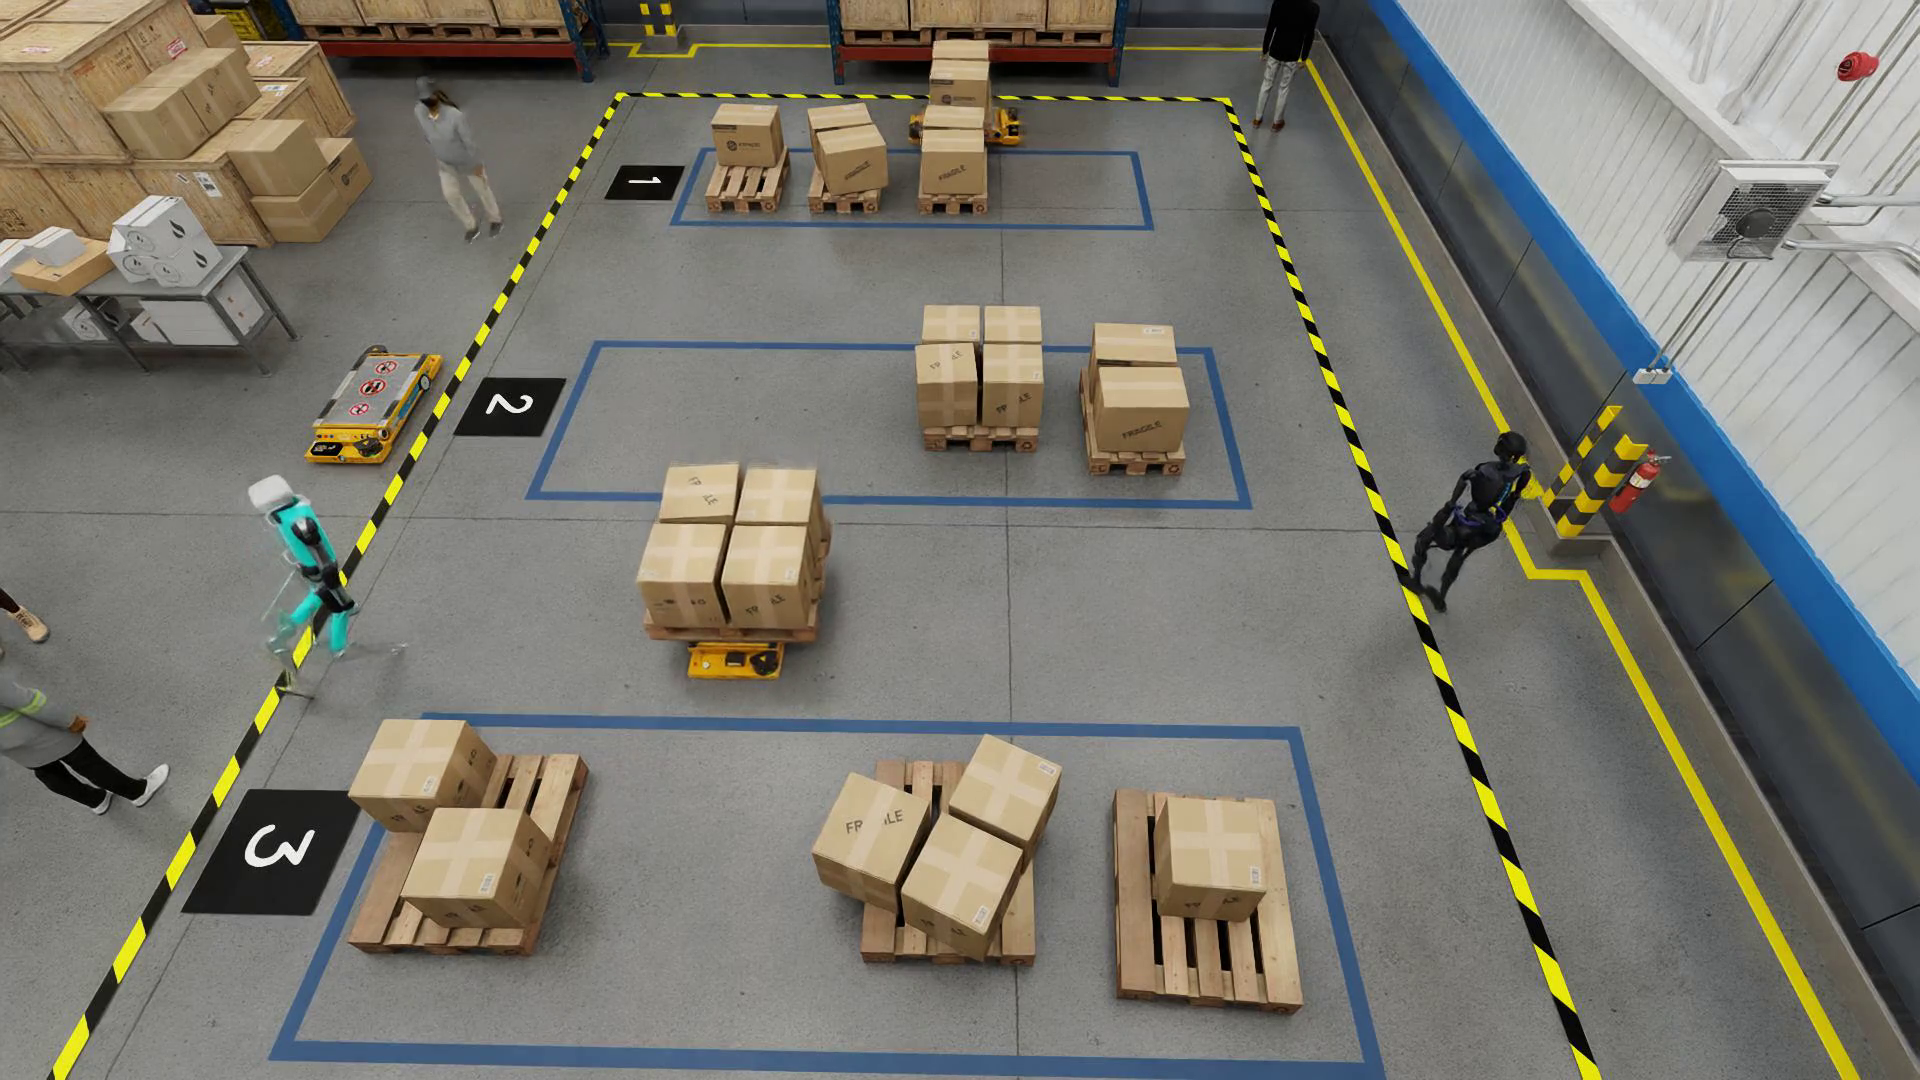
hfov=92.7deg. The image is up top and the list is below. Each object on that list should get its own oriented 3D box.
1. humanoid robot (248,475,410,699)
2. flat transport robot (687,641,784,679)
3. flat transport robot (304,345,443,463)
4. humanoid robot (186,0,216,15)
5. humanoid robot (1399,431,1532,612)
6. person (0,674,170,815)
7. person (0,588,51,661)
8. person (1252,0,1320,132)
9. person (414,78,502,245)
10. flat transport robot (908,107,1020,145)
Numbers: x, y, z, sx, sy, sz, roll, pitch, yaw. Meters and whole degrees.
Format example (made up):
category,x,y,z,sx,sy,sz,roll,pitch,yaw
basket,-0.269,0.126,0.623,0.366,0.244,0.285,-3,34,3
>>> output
category,x,y,z,sx,sy,sz,roll,pitch,yaw
humanoid robot,-4.443,0.464,6.043,0.552,1.769,1.008,35,58,26
flat transport robot,-1.621,0.404,7.007,0.652,0.197,1.431,1,50,1
flat transport robot,-5.383,-1.269,8.441,0.659,0.231,1.431,1,50,1
humanoid robot,-9.588,-6.408,11.870,0.560,1.640,0.613,0,50,0
humanoid robot,3.623,-0.122,6.548,0.614,1.638,0.455,-7,50,-6
person,-5.549,1.083,5.415,0.587,1.849,0.396,-6,50,-5
person,-7.071,0.130,6.105,0.607,2.035,0.407,-34,58,-25
person,4.072,-6.099,11.470,0.591,1.882,0.372,22,53,17
person,-5.391,-3.993,9.767,0.593,1.747,0.617,6,50,5
flat transport robot,0.052,-5.398,11.916,1.431,0.197,0.652,1,50,1
